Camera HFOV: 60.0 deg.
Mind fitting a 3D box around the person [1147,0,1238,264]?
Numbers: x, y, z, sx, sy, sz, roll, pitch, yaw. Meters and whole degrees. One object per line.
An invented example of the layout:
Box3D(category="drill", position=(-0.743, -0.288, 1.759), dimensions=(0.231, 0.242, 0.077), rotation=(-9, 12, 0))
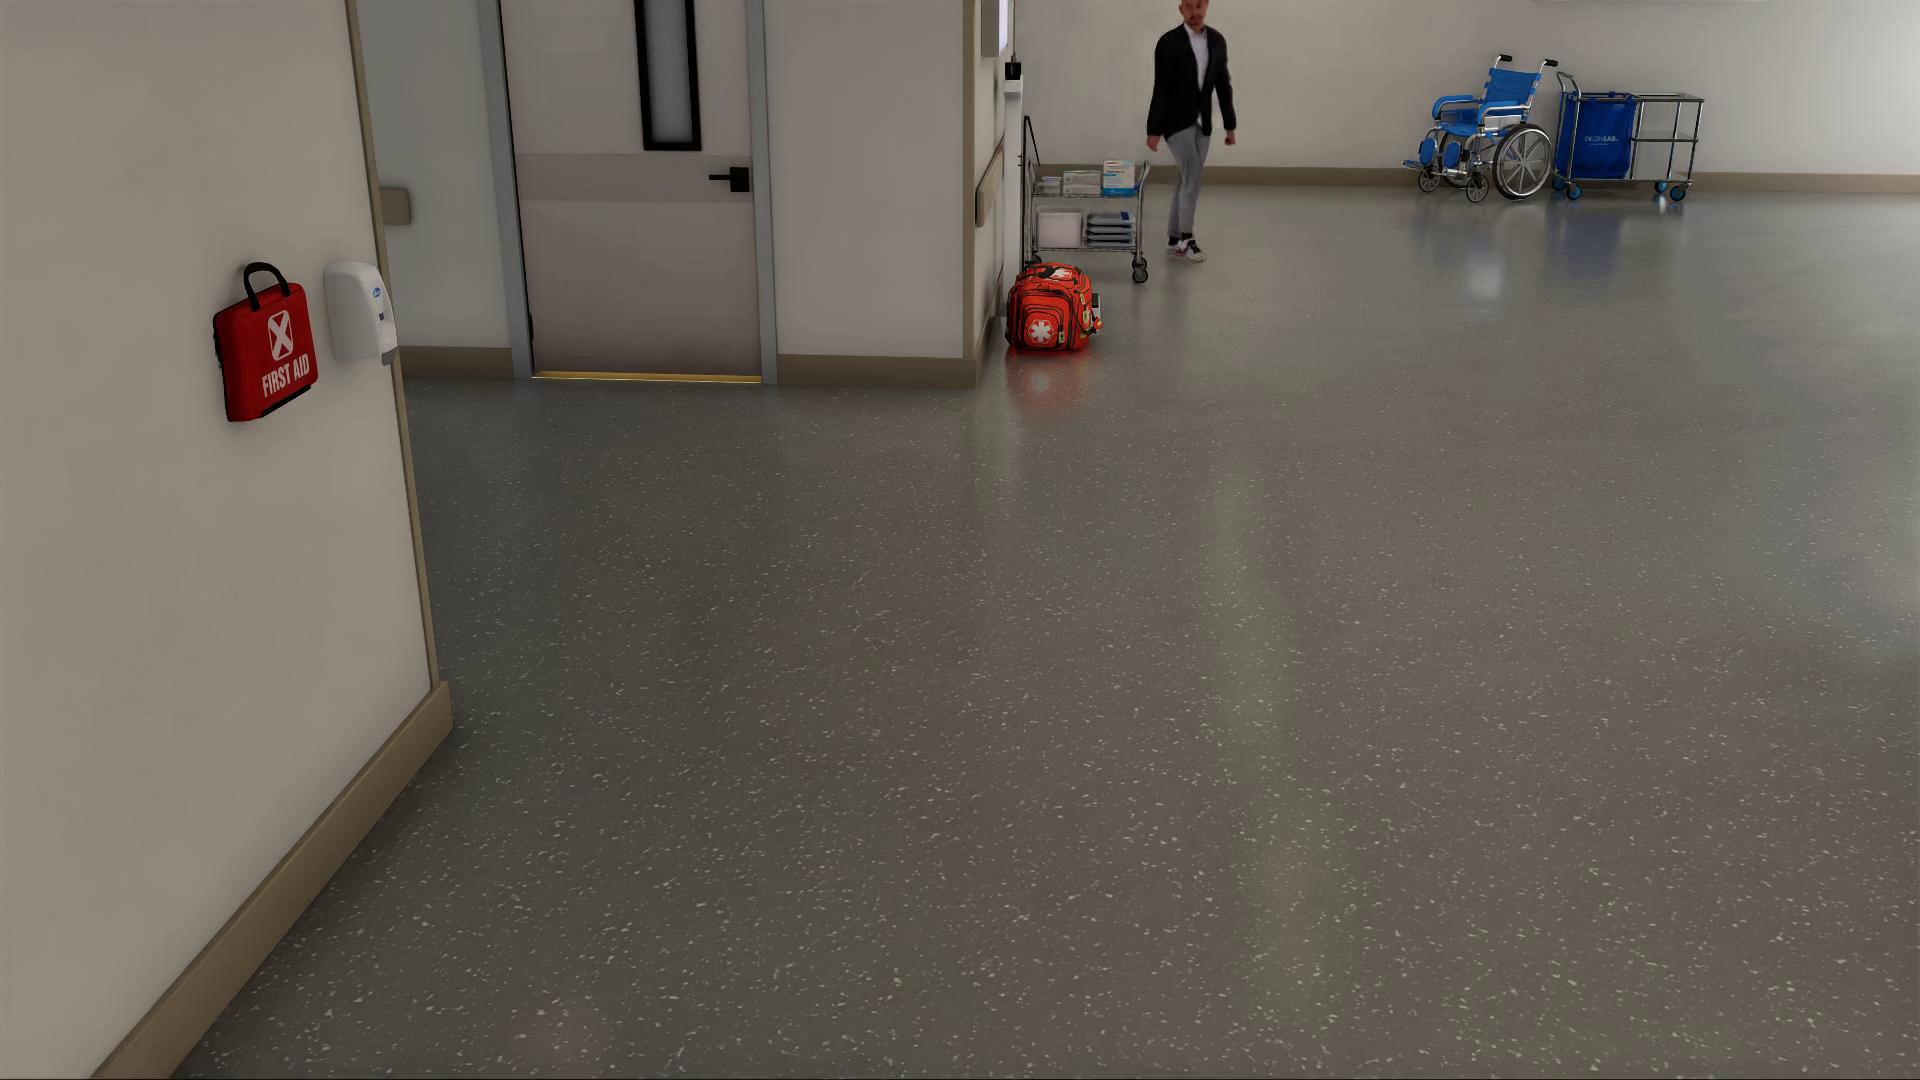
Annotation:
Box3D(category="person", position=(1.499, -2.875, 11.450), dimensions=(0.956, 1.920, 0.984), rotation=(-14, 25, -33))
